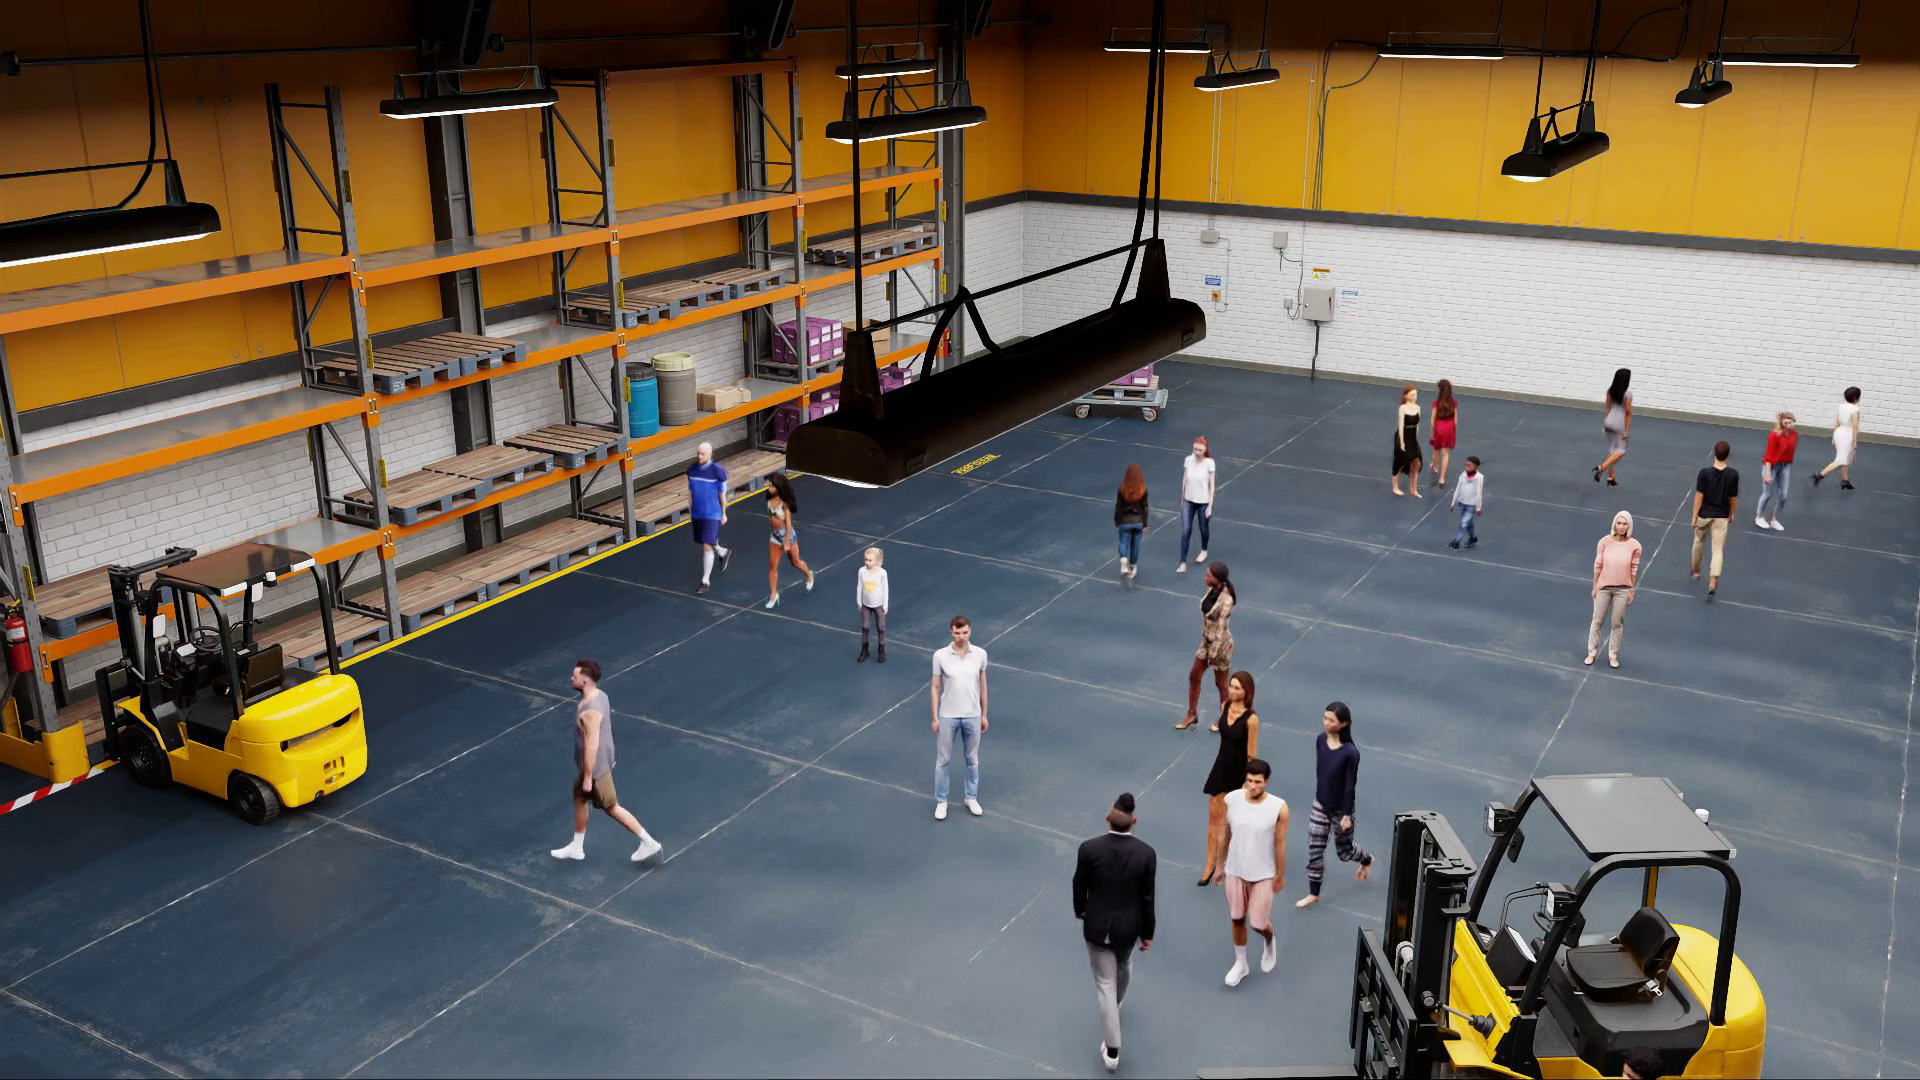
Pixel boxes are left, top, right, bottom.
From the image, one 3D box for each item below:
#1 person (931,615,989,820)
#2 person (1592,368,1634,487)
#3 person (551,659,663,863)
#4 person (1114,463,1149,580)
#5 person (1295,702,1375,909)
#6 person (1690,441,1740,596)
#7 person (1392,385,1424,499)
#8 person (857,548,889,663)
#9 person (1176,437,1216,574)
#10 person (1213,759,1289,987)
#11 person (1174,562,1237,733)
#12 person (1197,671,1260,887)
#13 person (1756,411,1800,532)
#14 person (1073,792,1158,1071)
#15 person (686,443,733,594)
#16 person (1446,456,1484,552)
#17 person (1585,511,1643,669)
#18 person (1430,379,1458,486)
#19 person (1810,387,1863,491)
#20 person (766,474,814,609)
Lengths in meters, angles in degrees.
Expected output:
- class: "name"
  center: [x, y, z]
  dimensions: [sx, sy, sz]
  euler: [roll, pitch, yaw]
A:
- class: "person"
  center: [-0.006, 1.526, 14.527]
  dimensions: [0.726, 1.851, 0.766]
  euler: [-3, 19, -10]
- class: "person"
  center: [9.365, -1.581, 23.885]
  dimensions: [0.955, 1.766, 0.819]
  euler: [-11, 21, -29]
- class: "person"
  center: [-2.880, 1.839, 13.577]
  dimensions: [1.110, 1.812, 1.184]
  euler: [-1, 19, -2]
- class: "person"
  center: [2.092, -0.200, 20.246]
  dimensions: [0.734, 1.472, 0.830]
  euler: [1, 19, 3]
- class: "person"
  center: [3.019, 2.074, 13.133]
  dimensions: [1.122, 1.703, 0.873]
  euler: [-13, 22, -33]
- class: "person"
  center: [8.987, -0.229, 19.787]
  dimensions: [0.807, 1.819, 1.236]
  euler: [6, 20, 18]
- class: "person"
  center: [6.286, -1.412, 23.641]
  dimensions: [0.838, 1.603, 0.877]
  euler: [-7, 20, -19]
- class: "person"
  center: [-0.935, 0.682, 17.932]
  dimensions: [0.548, 1.278, 0.568]
  euler: [3, 19, 9]
- class: "person"
  center: [2.992, -0.447, 20.653]
  dimensions: [0.659, 1.680, 1.160]
  euler: [8, 20, 23]
- class: "person"
  center: [2.152, 2.374, 12.128]
  dimensions: [0.652, 1.774, 0.742]
  euler: [11, 22, 30]
- class: "person"
  center: [2.556, 1.052, 16.061]
  dimensions: [0.930, 1.771, 0.869]
  euler: [-5, 19, -15]
- class: "person"
  center: [2.316, 1.912, 13.466]
  dimensions: [1.211, 1.797, 0.882]
  euler: [-14, 23, -36]
- class: "person"
  center: [10.834, -0.926, 22.111]
  dimensions: [0.824, 1.659, 0.885]
  euler: [-6, 19, -17]
- class: "person"
  center: [1.030, 2.636, 11.154]
  dimensions: [1.103, 1.900, 1.286]
  euler: [-1, 19, -2]
- class: "person"
  center: [-2.999, -0.313, 20.047]
  dimensions: [0.751, 1.814, 1.146]
  euler: [8, 20, 23]
- class: "person"
  center: [6.599, -0.473, 21.441]
  dimensions: [0.941, 1.226, 0.743]
  euler: [-12, 22, -31]
- class: "person"
  center: [6.976, 0.507, 17.750]
  dimensions: [0.634, 1.725, 0.570]
  euler: [7, 20, 20]
- class: "person"
  center: [7.037, -1.537, 24.171]
  dimensions: [0.783, 1.500, 1.159]
  euler: [4, 19, 12]
- class: "person"
  center: [12.584, -1.410, 23.751]
  dimensions: [0.969, 1.529, 0.987]
  euler: [-2, 19, -7]
- class: "person"
  center: [-2.015, -0.006, 19.490]
  dimensions: [0.647, 1.588, 1.059]
  euler: [13, 23, 34]
